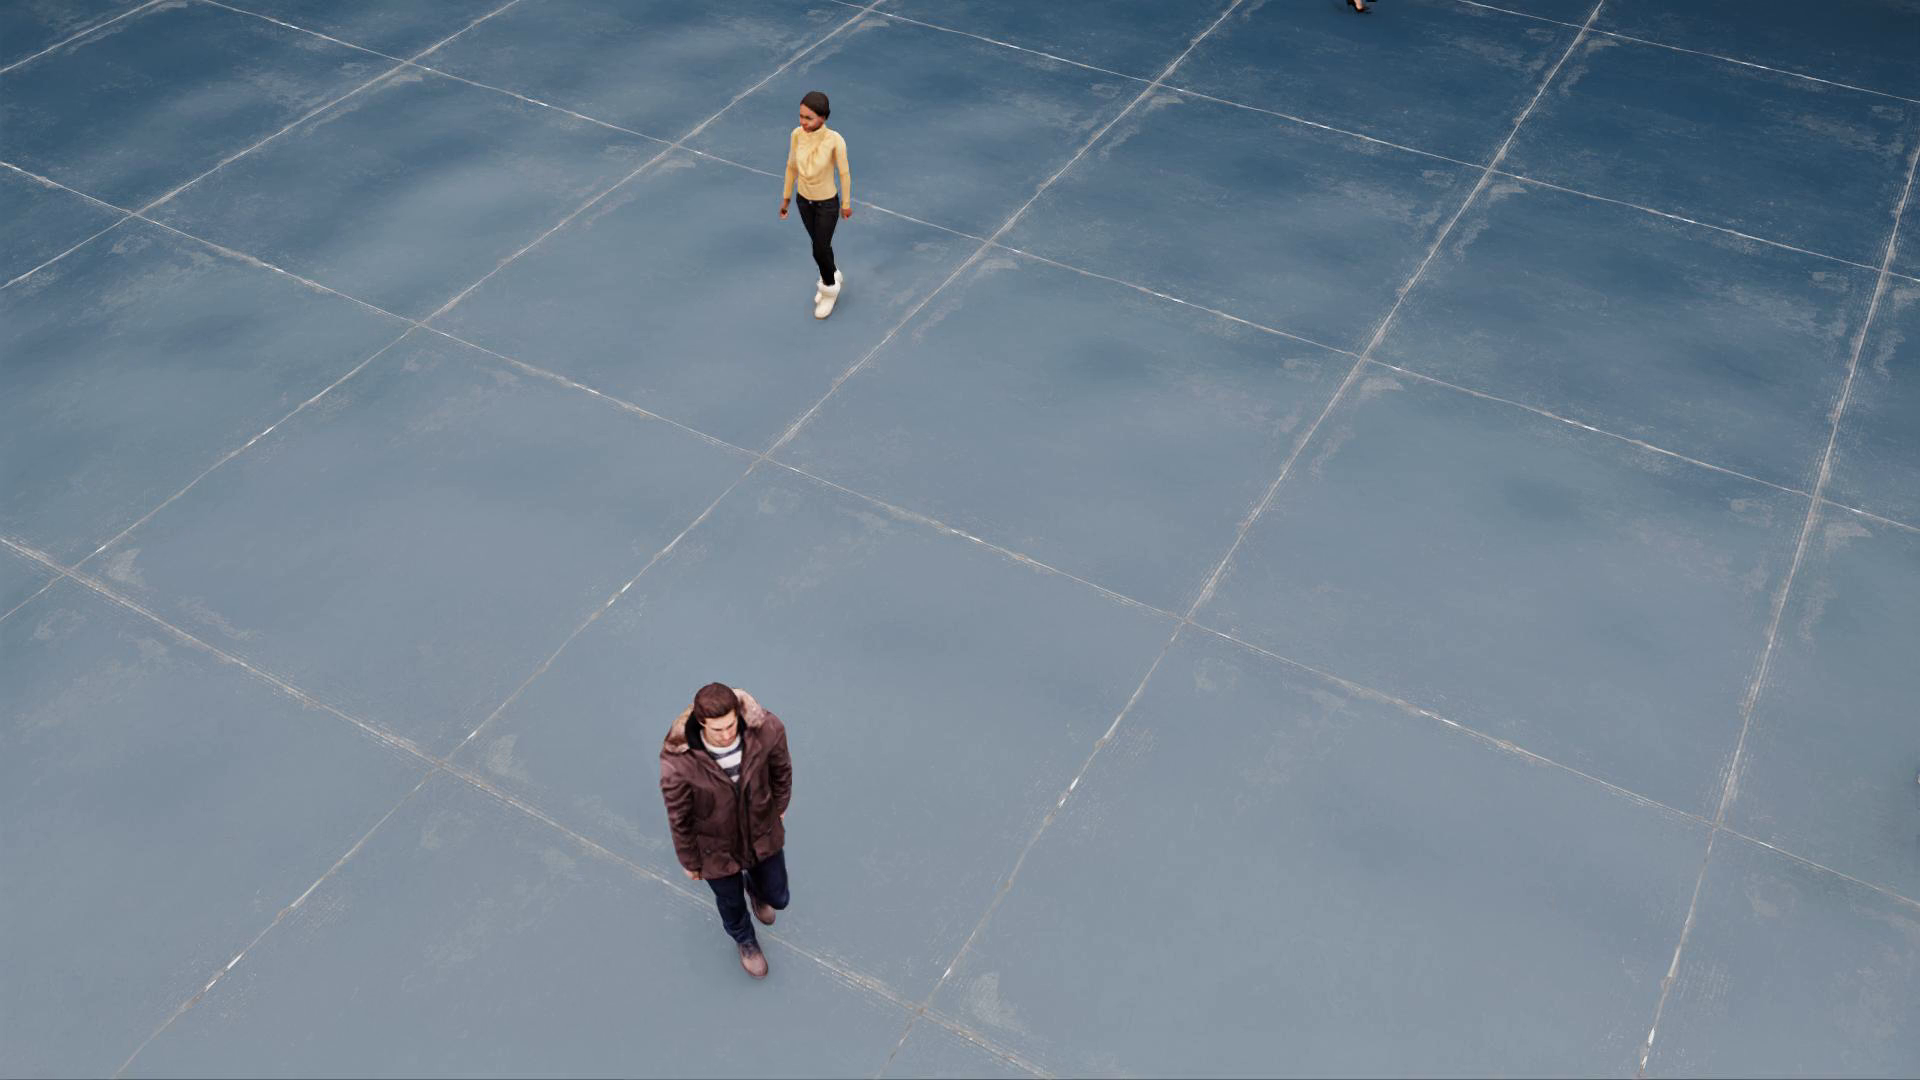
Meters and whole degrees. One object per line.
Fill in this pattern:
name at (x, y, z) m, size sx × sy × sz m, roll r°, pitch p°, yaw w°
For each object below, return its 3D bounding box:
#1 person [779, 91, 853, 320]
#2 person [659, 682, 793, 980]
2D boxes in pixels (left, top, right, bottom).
person at (-0.947, -2.399, 11.644) m, size 0.601 × 1.646 × 0.661 m, roll 23°, pitch 47°, yaw 23°
person at (-1.045, 1.253, 7.482) m, size 0.894 × 1.835 × 0.972 m, roll -17°, pitch 45°, yaw -18°
